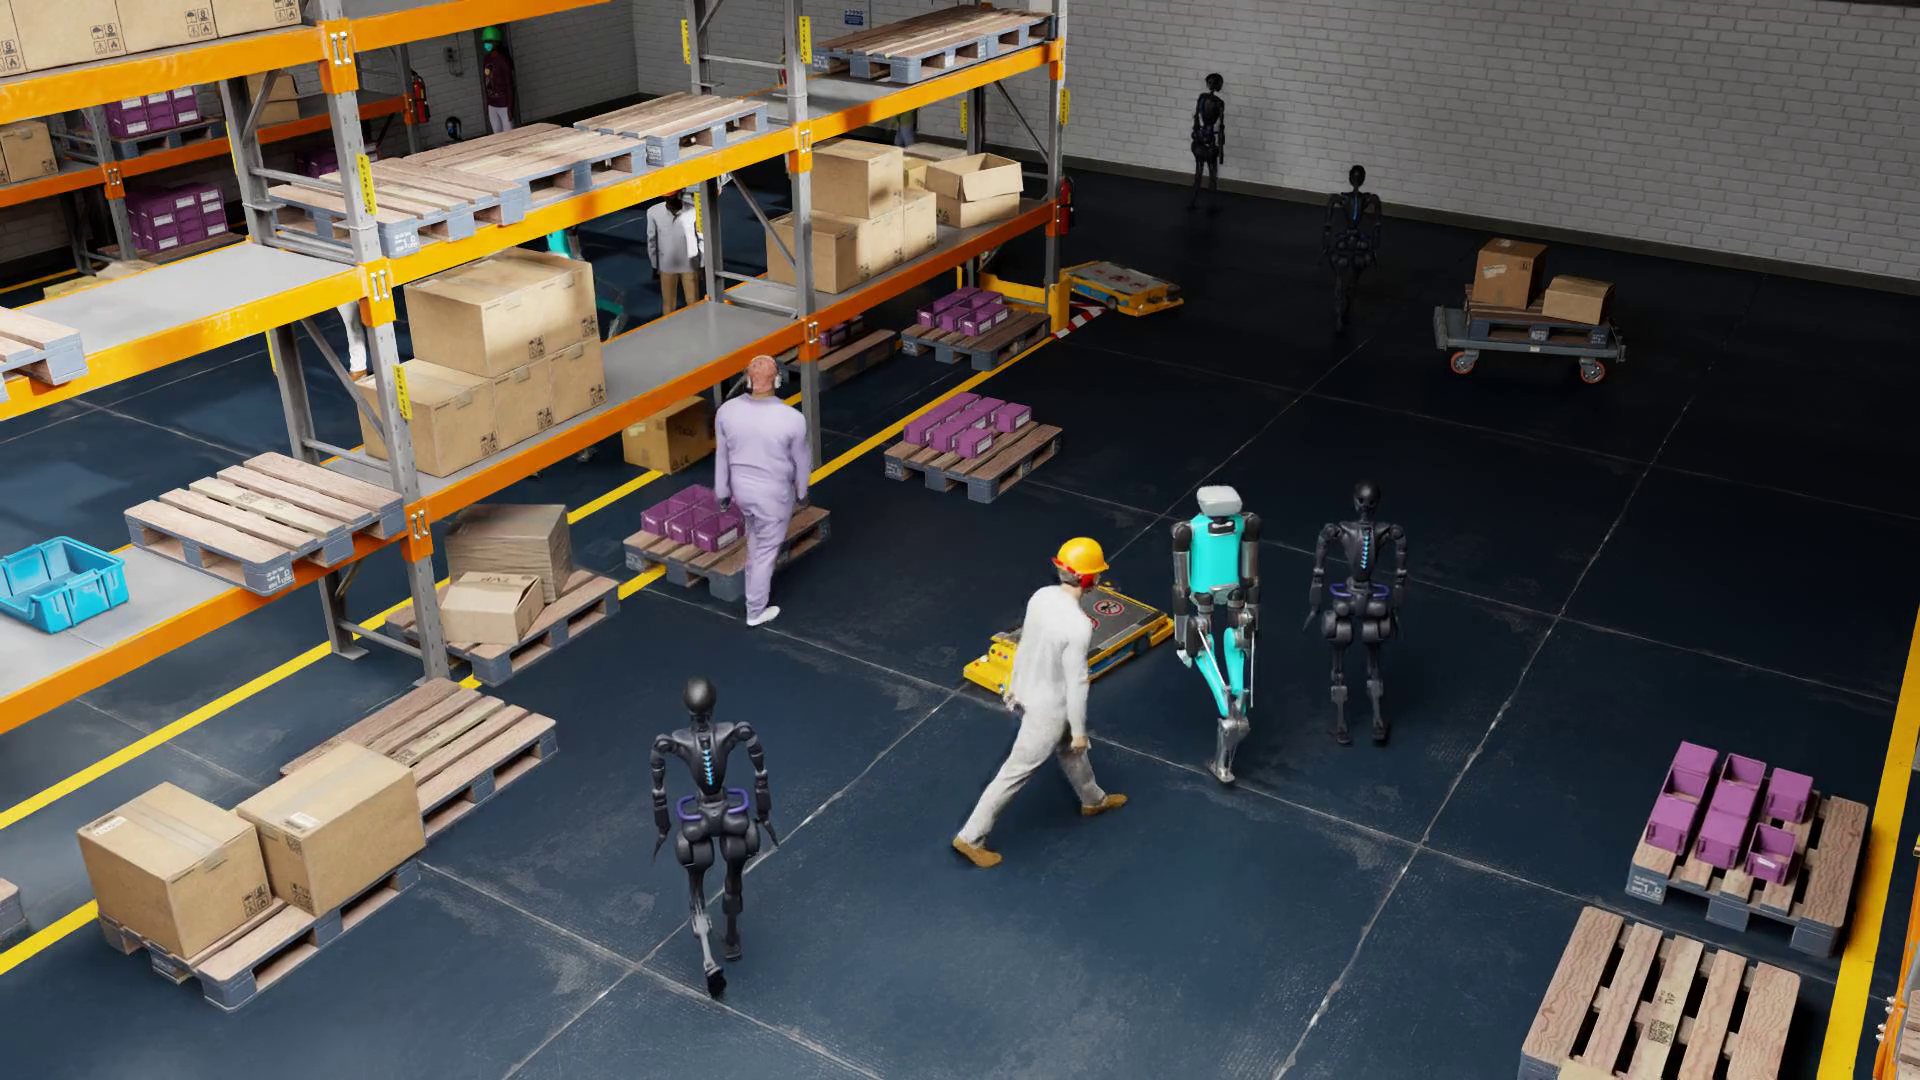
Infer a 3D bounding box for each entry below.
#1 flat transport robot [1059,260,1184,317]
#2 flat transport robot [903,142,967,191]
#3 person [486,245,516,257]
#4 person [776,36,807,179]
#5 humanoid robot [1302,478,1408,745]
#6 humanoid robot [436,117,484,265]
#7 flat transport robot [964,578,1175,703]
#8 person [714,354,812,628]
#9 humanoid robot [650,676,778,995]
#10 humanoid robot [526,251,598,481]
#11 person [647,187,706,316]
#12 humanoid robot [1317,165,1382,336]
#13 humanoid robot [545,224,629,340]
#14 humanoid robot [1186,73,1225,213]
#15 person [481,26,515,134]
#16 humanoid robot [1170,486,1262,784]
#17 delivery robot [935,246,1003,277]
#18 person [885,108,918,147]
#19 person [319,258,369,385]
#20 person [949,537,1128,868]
[{"bbox_3d":[1.606,-2.657,17.433,0.659,0.231,1.431,-20,33,-34],"label":"flat transport robot"},{"bbox_3d":[-0.674,-3.734,19.556,1.431,0.231,0.659,20,33,34],"label":"flat transport robot"},{"bbox_3d":[-3.706,-1.562,13.587,0.543,1.790,1.002,8,28,15],"label":"person"},{"bbox_3d":[-2.147,-5.619,21.533,0.429,1.841,0.633,-5,27,-9],"label":"person"},{"bbox_3d":[2.338,0.431,9.809,0.590,1.641,0.410,1,27,2],"label":"humanoid robot"},{"bbox_3d":[-5.364,-3.782,18.100,0.609,1.648,0.343,-3,27,-5],"label":"humanoid robot"},{"bbox_3d":[0.745,0.672,10.874,0.659,0.231,1.431,23,35,37],"label":"flat transport robot"},{"bbox_3d":[-1.261,-0.336,11.089,0.644,1.872,0.683,13,30,24],"label":"person"},{"bbox_3d":[-1.159,1.397,7.901,0.600,1.634,0.565,-6,28,-12],"label":"humanoid robot"},{"bbox_3d":[-3.293,-1.308,13.205,0.560,1.804,0.936,8,28,15],"label":"humanoid robot"},{"bbox_3d":[-2.653,-2.608,15.698,0.562,1.748,0.336,-1,27,-2],"label":"person"},{"bbox_3d":[3.830,-2.825,16.268,0.598,1.645,0.735,2,27,3],"label":"humanoid robot"},{"bbox_3d":[-3.370,-2.313,15.213,0.776,1.852,0.552,-22,34,-37],"label":"humanoid robot"},{"bbox_3d":[2.991,-4.810,20.129,0.350,1.659,0.616,-14,30,-25],"label":"humanoid robot"},{"bbox_3d":[-5.900,-5.612,21.395,0.498,1.954,0.415,18,32,31],"label":"person"},{"bbox_3d":[1.512,0.644,9.363,0.534,1.818,0.802,-8,28,-14],"label":"humanoid robot"},{"bbox_3d":[0.054,-3.086,17.965,0.775,0.596,0.499,13,30,24],"label":"delivery robot"},{"bbox_3d":[-0.743,-5.299,21.175,0.823,1.585,0.507,5,27,11],"label":"person"},{"bbox_3d":[-5.411,-2.311,14.911,0.634,1.936,0.351,5,27,9],"label":"person"},{"bbox_3d":[0.430,0.856,8.831,1.127,1.806,0.589,-11,29,-21],"label":"person"}]
